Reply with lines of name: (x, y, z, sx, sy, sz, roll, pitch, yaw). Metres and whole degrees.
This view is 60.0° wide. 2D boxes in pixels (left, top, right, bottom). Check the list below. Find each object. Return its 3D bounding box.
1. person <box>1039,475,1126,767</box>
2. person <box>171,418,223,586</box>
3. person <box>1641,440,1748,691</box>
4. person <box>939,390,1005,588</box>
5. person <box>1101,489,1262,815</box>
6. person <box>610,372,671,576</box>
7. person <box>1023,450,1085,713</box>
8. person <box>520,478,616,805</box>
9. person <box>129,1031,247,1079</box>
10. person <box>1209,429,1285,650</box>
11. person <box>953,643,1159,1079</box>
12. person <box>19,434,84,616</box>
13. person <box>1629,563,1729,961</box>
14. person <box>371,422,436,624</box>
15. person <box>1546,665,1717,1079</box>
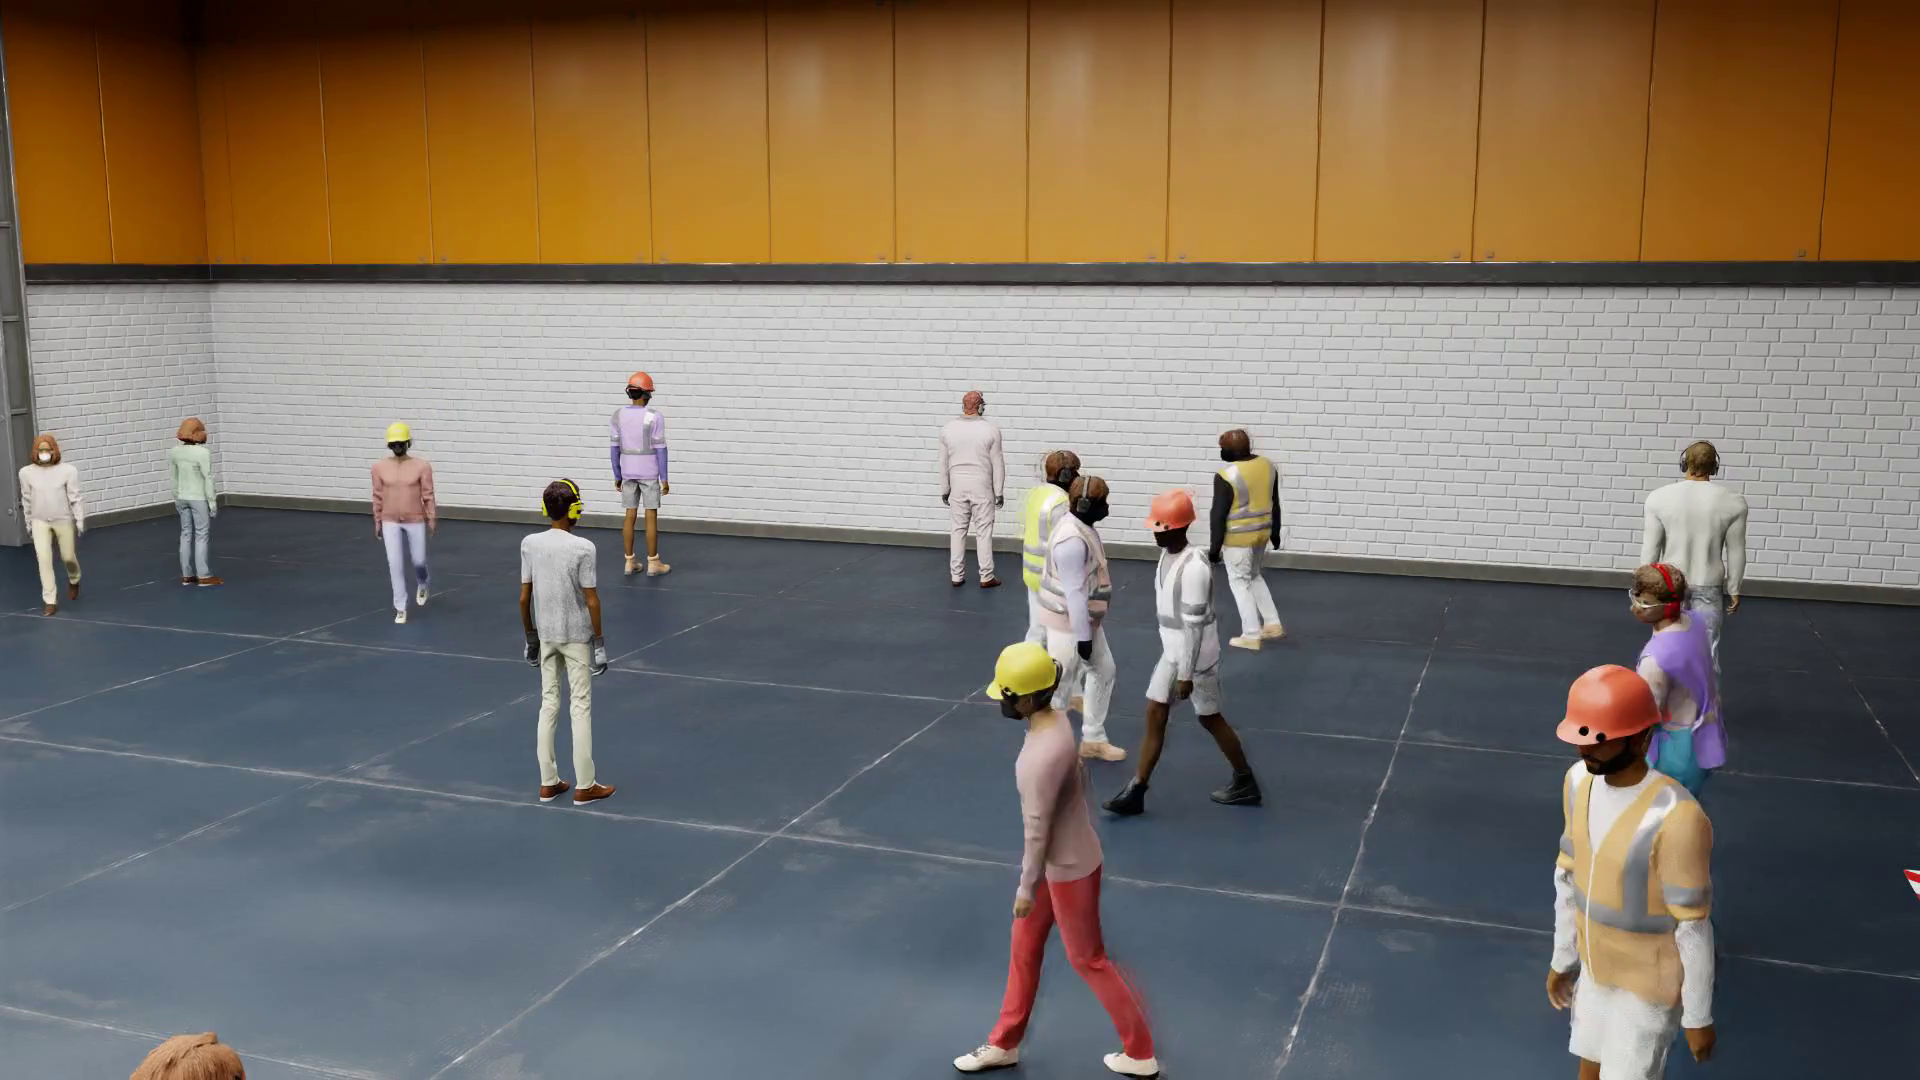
person: (0.779, 0.508, 10.108, 0.688, 1.814, 0.655, 2, 9, 11)
person: (-7.415, -0.363, 16.122, 0.521, 1.624, 0.314, 4, 10, 23)
person: (4.823, 0.307, 10.976, 0.637, 1.938, 0.355, 3, 10, 20)
person: (0.130, -0.488, 16.010, 0.654, 1.906, 0.406, 3, 10, 20)
person: (1.264, 0.622, 9.281, 0.979, 1.863, 0.600, -3, 10, -16)
person: (-3.184, -0.662, 16.672, 0.616, 2.039, 0.387, 3, 10, 20)
person: (0.717, 0.295, 11.408, 0.636, 1.820, 0.661, -3, 10, -18)
person: (-2.254, 0.580, 9.510, 0.537, 1.865, 0.312, 3, 10, 20)
person: (-1.428, 1.721, 3.152, 0.508, 1.632, 0.265, 3, 10, 20)
person: (2.273, -0.003, 13.356, 0.719, 1.795, 0.429, -7, 12, -38)
person: (0.386, 1.196, 6.183, 0.768, 1.703, 0.541, 0, 9, -2)
person: (-8.150, -0.168, 14.984, 0.503, 1.604, 0.770, -3, 10, -17)
person: (3.081, 0.970, 7.325, 0.611, 1.793, 0.670, 5, 10, 28)
person: (-4.868, -0.179, 14.600, 0.528, 1.746, 0.713, -2, 9, -12)
person: (1.999, 1.292, 4.994, 0.552, 1.906, 0.552, -2, 9, -15)
